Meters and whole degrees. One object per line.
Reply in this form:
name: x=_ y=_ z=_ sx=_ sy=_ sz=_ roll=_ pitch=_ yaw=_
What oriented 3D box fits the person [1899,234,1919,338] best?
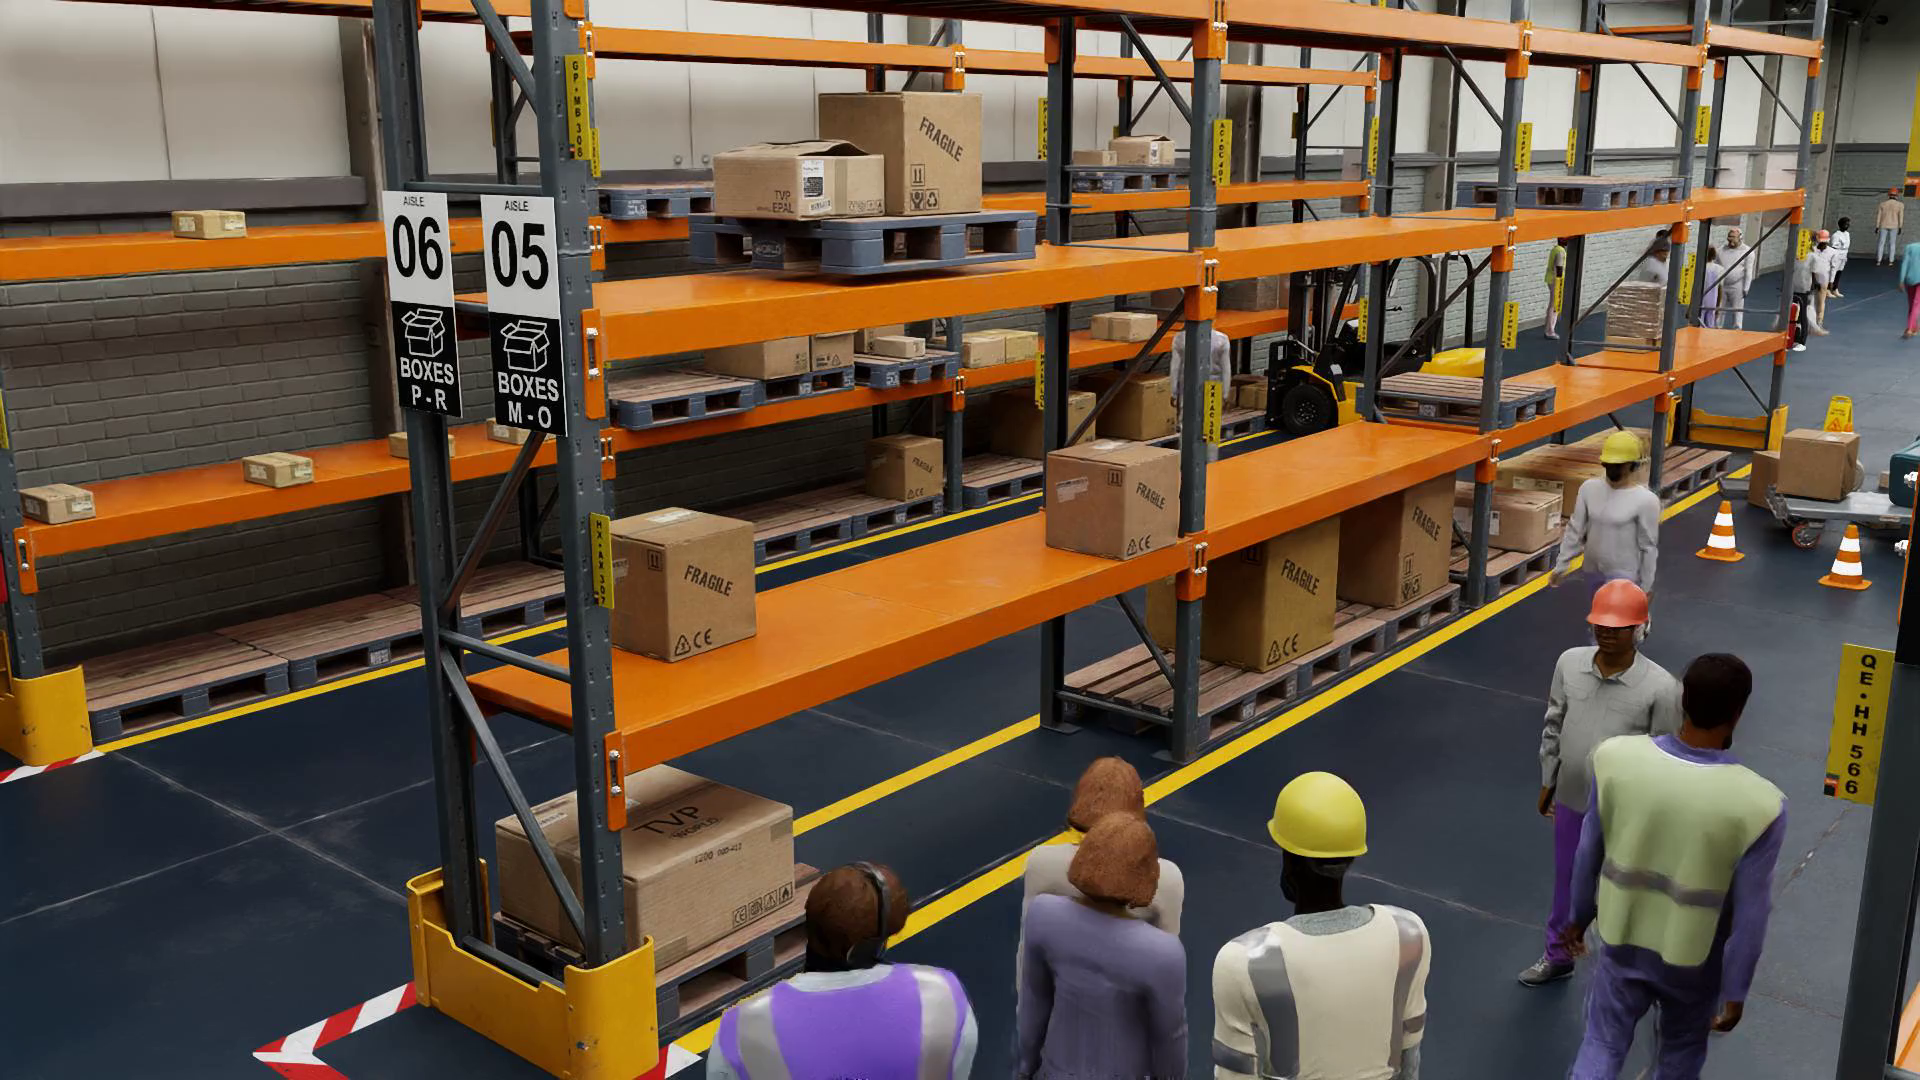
person: x=16.291 y=-4.385 z=28.216 sx=0.625 sy=1.916 sz=1.082 roll=11 pitch=18 yaw=39

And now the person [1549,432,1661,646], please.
person: x=3.842 y=0.201 z=9.908 sx=0.899 sy=1.719 sz=0.539 roll=-9 pitch=16 yaw=-33

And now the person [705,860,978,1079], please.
person: x=-0.288 y=1.618 z=3.952 sx=0.674 sy=1.814 sz=0.570 roll=-4 pitch=14 yaw=-15

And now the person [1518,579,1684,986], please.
person: x=2.533 y=1.000 z=6.579 sx=0.321 sy=1.755 sz=0.567 roll=-11 pitch=17 yaw=-37

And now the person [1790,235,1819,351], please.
person: x=13.379 y=-3.946 z=26.514 sx=0.327 sy=1.863 sz=0.506 roll=-7 pitch=15 yaw=-26

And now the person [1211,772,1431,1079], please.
person: x=0.869 y=1.505 z=4.174 sx=0.589 sy=1.927 sz=0.386 roll=-5 pitch=15 yaw=-20

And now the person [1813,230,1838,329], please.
person: x=15.175 y=-4.610 z=29.438 sx=0.560 sy=1.748 sz=0.330 roll=7 pitch=15 yaw=26

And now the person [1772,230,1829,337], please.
person: x=14.511 y=-4.422 z=28.590 sx=0.960 sy=1.801 sz=0.629 roll=12 pitch=18 yaw=39

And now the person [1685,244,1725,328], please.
person: x=10.838 y=-3.381 z=24.237 sx=0.515 sy=1.843 sz=0.327 roll=-2 pitch=14 yaw=-10

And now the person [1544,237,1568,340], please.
person: x=10.016 y=-4.285 z=27.938 sx=0.381 sy=1.836 sz=0.563 roll=3 pitch=14 yaw=12

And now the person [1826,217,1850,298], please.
person: x=18.450 y=-5.927 z=34.927 sx=0.530 sy=1.689 sz=0.322 roll=-10 pitch=17 yaw=-35

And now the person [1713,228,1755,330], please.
person: x=12.672 y=-4.173 z=27.366 sx=0.395 sy=1.899 sz=0.641 roll=-13 pitch=19 yaw=-43

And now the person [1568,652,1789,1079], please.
person: x=2.169 y=1.277 z=5.200 sx=0.640 sy=1.889 sz=0.823 roll=11 pitch=18 yaw=39

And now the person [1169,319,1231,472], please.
person: x=2.385 y=-1.487 z=16.558 sx=0.600 sy=1.827 sz=0.404 roll=2 pitch=14 yaw=9

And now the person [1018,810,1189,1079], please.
person: x=0.412 y=1.528 z=4.724 sx=0.521 sy=1.614 sz=0.346 roll=9 pitch=16 yaw=32

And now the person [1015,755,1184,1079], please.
person: x=0.406 y=1.451 z=5.072 sx=0.512 sy=1.603 sz=0.762 roll=4 pitch=14 yaw=16

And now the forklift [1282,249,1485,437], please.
forklift: x=4.886 y=-2.214 z=18.767 sx=2.313 sy=2.155 sz=1.214 roll=11 pitch=18 yaw=38

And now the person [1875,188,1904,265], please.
person: x=24.353 y=-8.212 z=43.598 sx=0.621 sy=1.992 sz=0.397 roll=8 pitch=16 yaw=29
